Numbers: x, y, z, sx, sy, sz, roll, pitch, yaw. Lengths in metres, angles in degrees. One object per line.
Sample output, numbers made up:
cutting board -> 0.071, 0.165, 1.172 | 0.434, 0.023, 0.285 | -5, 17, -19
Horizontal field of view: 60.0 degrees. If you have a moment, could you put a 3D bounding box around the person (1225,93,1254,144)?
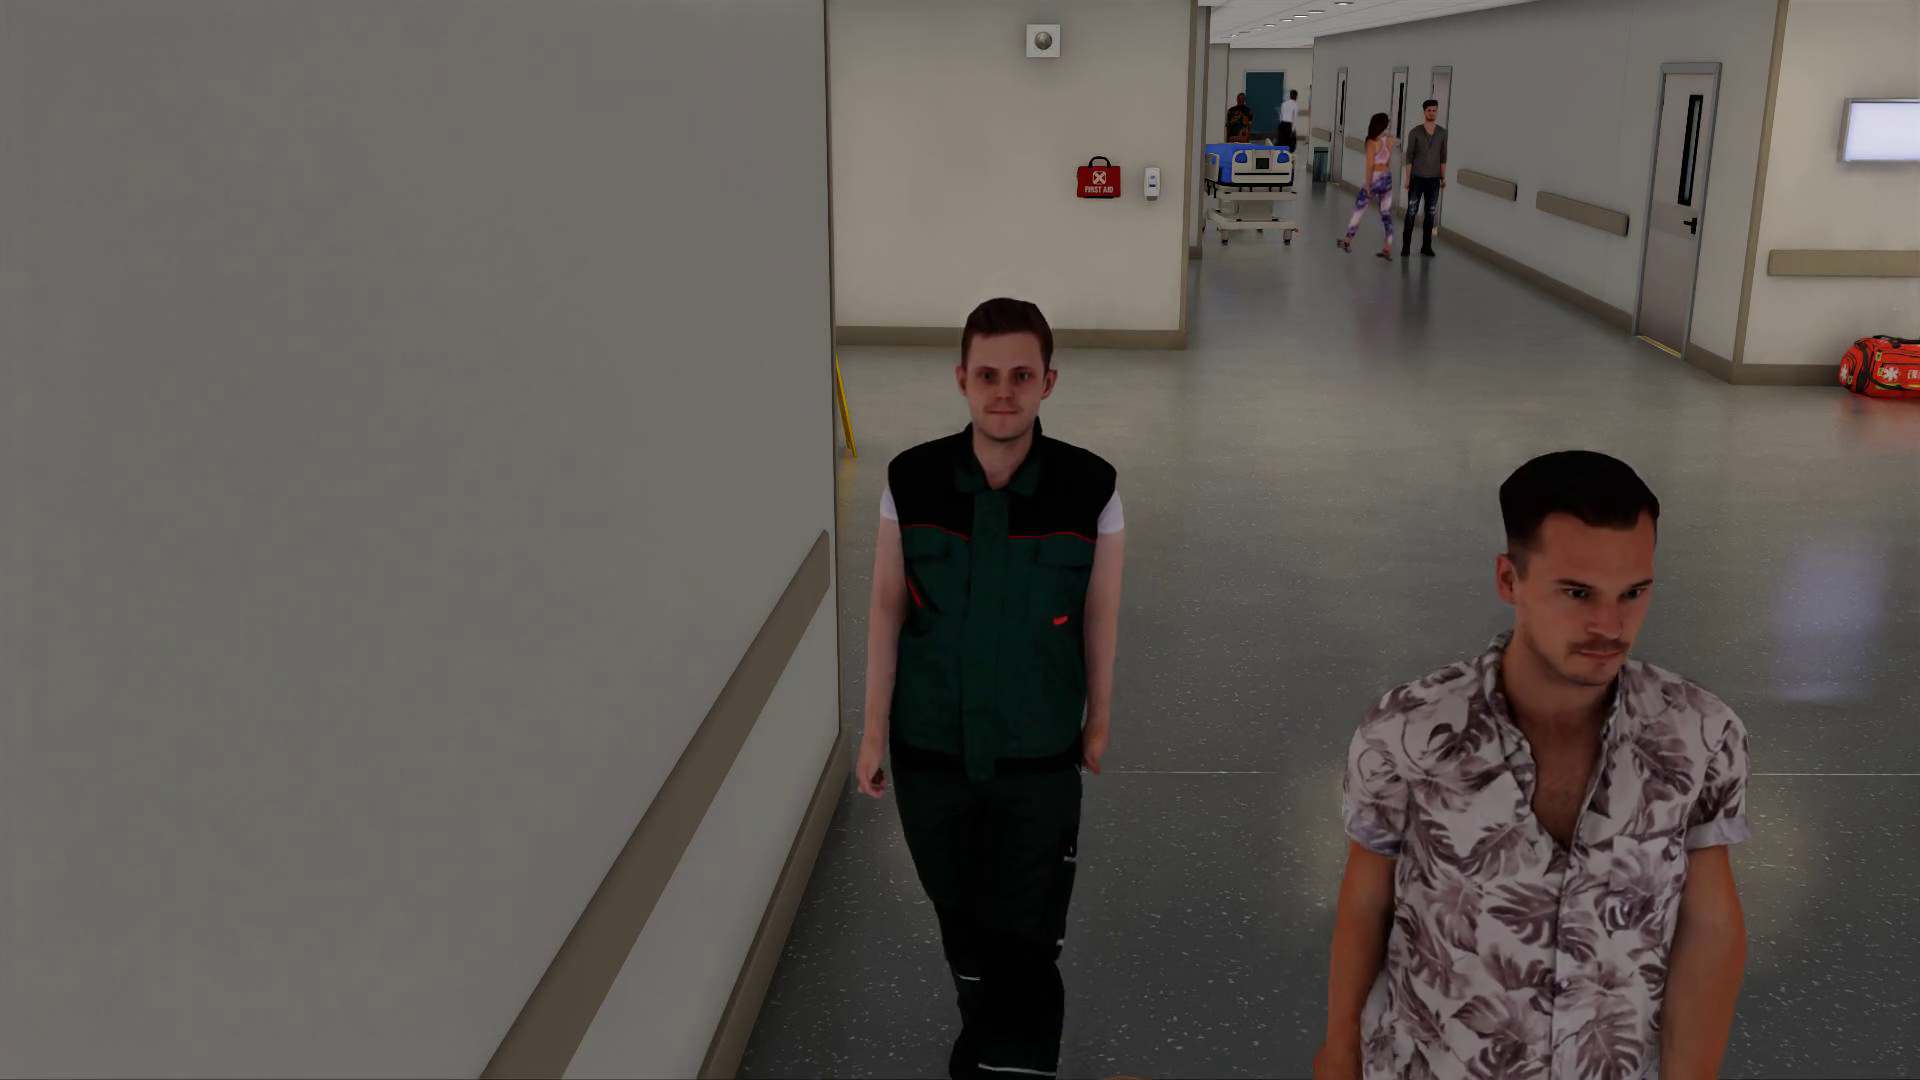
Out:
person -> 5.580, -8.031, 33.337 | 0.613, 1.806, 0.770 | 3, 16, 10

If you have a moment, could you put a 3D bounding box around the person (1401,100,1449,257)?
person -> 5.814, -4.530, 20.813 | 0.531, 1.905, 0.755 | 0, 16, 0

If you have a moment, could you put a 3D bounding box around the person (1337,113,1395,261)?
person -> 5.126, -4.249, 20.143 | 1.123, 1.727, 0.974 | -7, 17, -23

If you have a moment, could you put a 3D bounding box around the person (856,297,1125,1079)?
person -> 0.063, 0.411, 3.493 | 1.071, 1.790, 0.775 | 3, 16, 10

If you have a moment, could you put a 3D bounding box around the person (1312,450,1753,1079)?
person -> 0.767, 0.721, 2.442 | 1.172, 1.766, 0.822 | 0, 16, -1

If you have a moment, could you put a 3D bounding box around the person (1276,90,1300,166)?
person -> 7.617, -9.587, 38.981 | 1.302, 1.779, 1.133 | 10, 19, 31
